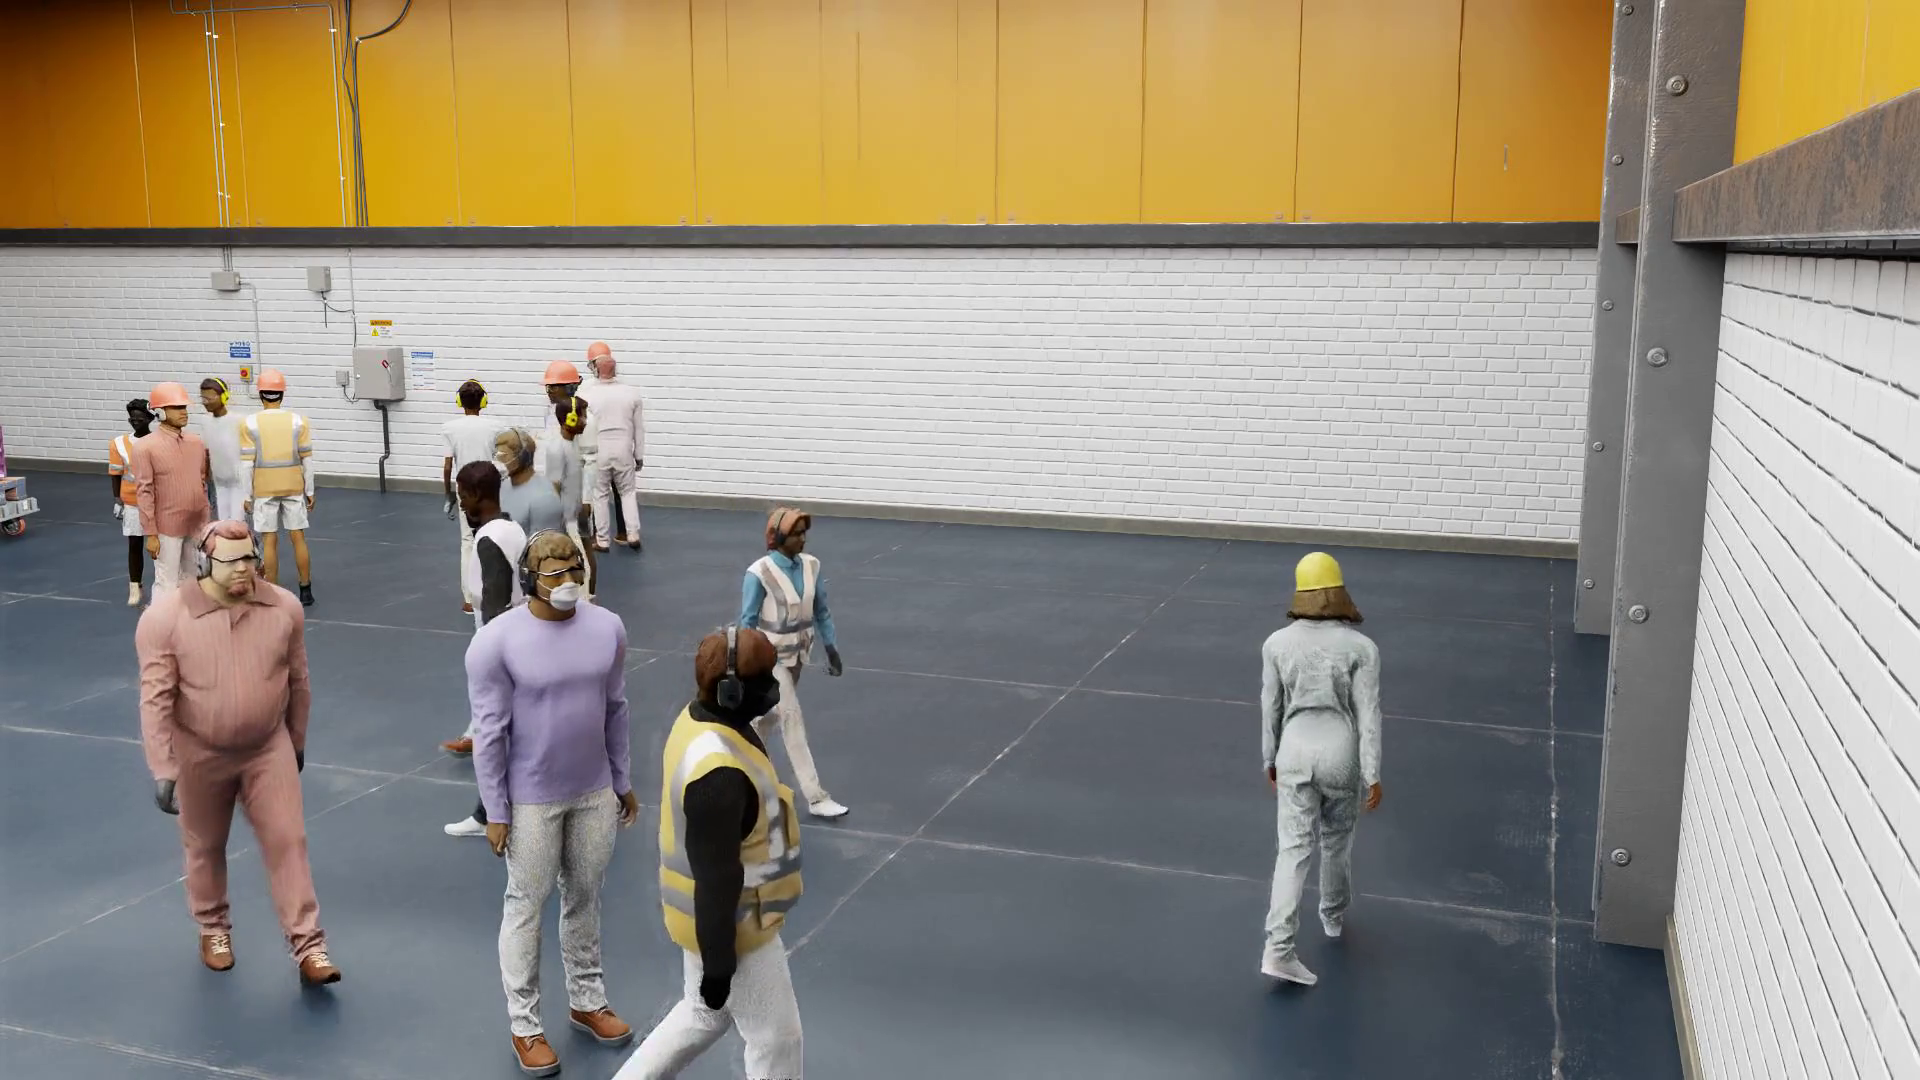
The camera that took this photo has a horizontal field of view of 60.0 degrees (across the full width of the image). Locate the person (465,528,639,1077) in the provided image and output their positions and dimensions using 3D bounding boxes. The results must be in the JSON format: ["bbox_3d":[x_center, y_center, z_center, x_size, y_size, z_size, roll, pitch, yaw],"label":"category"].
[{"bbox_3d":[-1.434,0.914,5.961,0.372,1.940,0.627,10,14,43],"label":"person"}]

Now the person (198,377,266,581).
[{"bbox_3d":[-6.048,-0.436,13.836,0.586,1.842,0.437,3,10,14],"label":"person"}]

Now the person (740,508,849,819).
[{"bbox_3d":[-0.926,0.612,8.647,0.926,1.590,0.532,7,12,34],"label":"person"}]

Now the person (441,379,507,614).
[{"bbox_3d":[-3.836,-0.341,13.218,0.518,1.874,0.330,-2,10,-11],"label":"person"}]

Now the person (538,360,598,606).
[{"bbox_3d":[-3.051,-0.375,12.918,0.605,2.045,0.378,10,14,43],"label":"person"}]

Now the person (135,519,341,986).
[{"bbox_3d":[-2.826,0.856,6.512,0.667,1.864,0.958,-8,13,-37],"label":"person"}]

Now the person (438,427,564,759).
[{"bbox_3d":[-2.537,0.330,9.338,0.928,1.901,0.661,-9,13,-40],"label":"person"}]

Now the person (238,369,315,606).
[{"bbox_3d":[-5.500,-0.408,13.409,0.552,1.935,0.370,-6,12,-30],"label":"person"}]

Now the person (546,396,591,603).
[{"bbox_3d":[-2.938,-0.140,12.217,0.750,1.844,0.511,-1,10,-7],"label":"person"}]

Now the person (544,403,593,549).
[{"bbox_3d":[-3.385,-0.563,14.276,0.360,1.939,0.543,5,11,24],"label":"person"}]

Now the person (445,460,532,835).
[{"bbox_3d":[-2.158,0.544,8.230,0.787,1.873,0.682,-2,10,-11],"label":"person"}]

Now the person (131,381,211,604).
[{"bbox_3d":[-5.388,-0.093,11.465,0.376,1.997,0.612,3,11,17],"label":"person"}]

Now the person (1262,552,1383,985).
[{"bbox_3d":[1.453,0.905,6.739,0.524,1.681,0.864,4,11,21],"label":"person"}]

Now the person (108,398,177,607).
[{"bbox_3d":[-6.594,-0.307,13.508,0.540,1.698,0.317,-5,11,-25],"label":"person"}]

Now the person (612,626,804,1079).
[{"bbox_3d":[-0.772,1.142,5.025,0.818,1.820,0.622,-3,10,-14],"label":"person"}]

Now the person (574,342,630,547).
[{"bbox_3d":[-3.460,-0.921,16.134,0.612,1.995,0.378,-7,12,-34],"label":"person"}]

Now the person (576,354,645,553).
[{"bbox_3d":[-3.341,-0.814,15.803,0.673,1.901,0.438,-5,11,-25],"label":"person"}]
